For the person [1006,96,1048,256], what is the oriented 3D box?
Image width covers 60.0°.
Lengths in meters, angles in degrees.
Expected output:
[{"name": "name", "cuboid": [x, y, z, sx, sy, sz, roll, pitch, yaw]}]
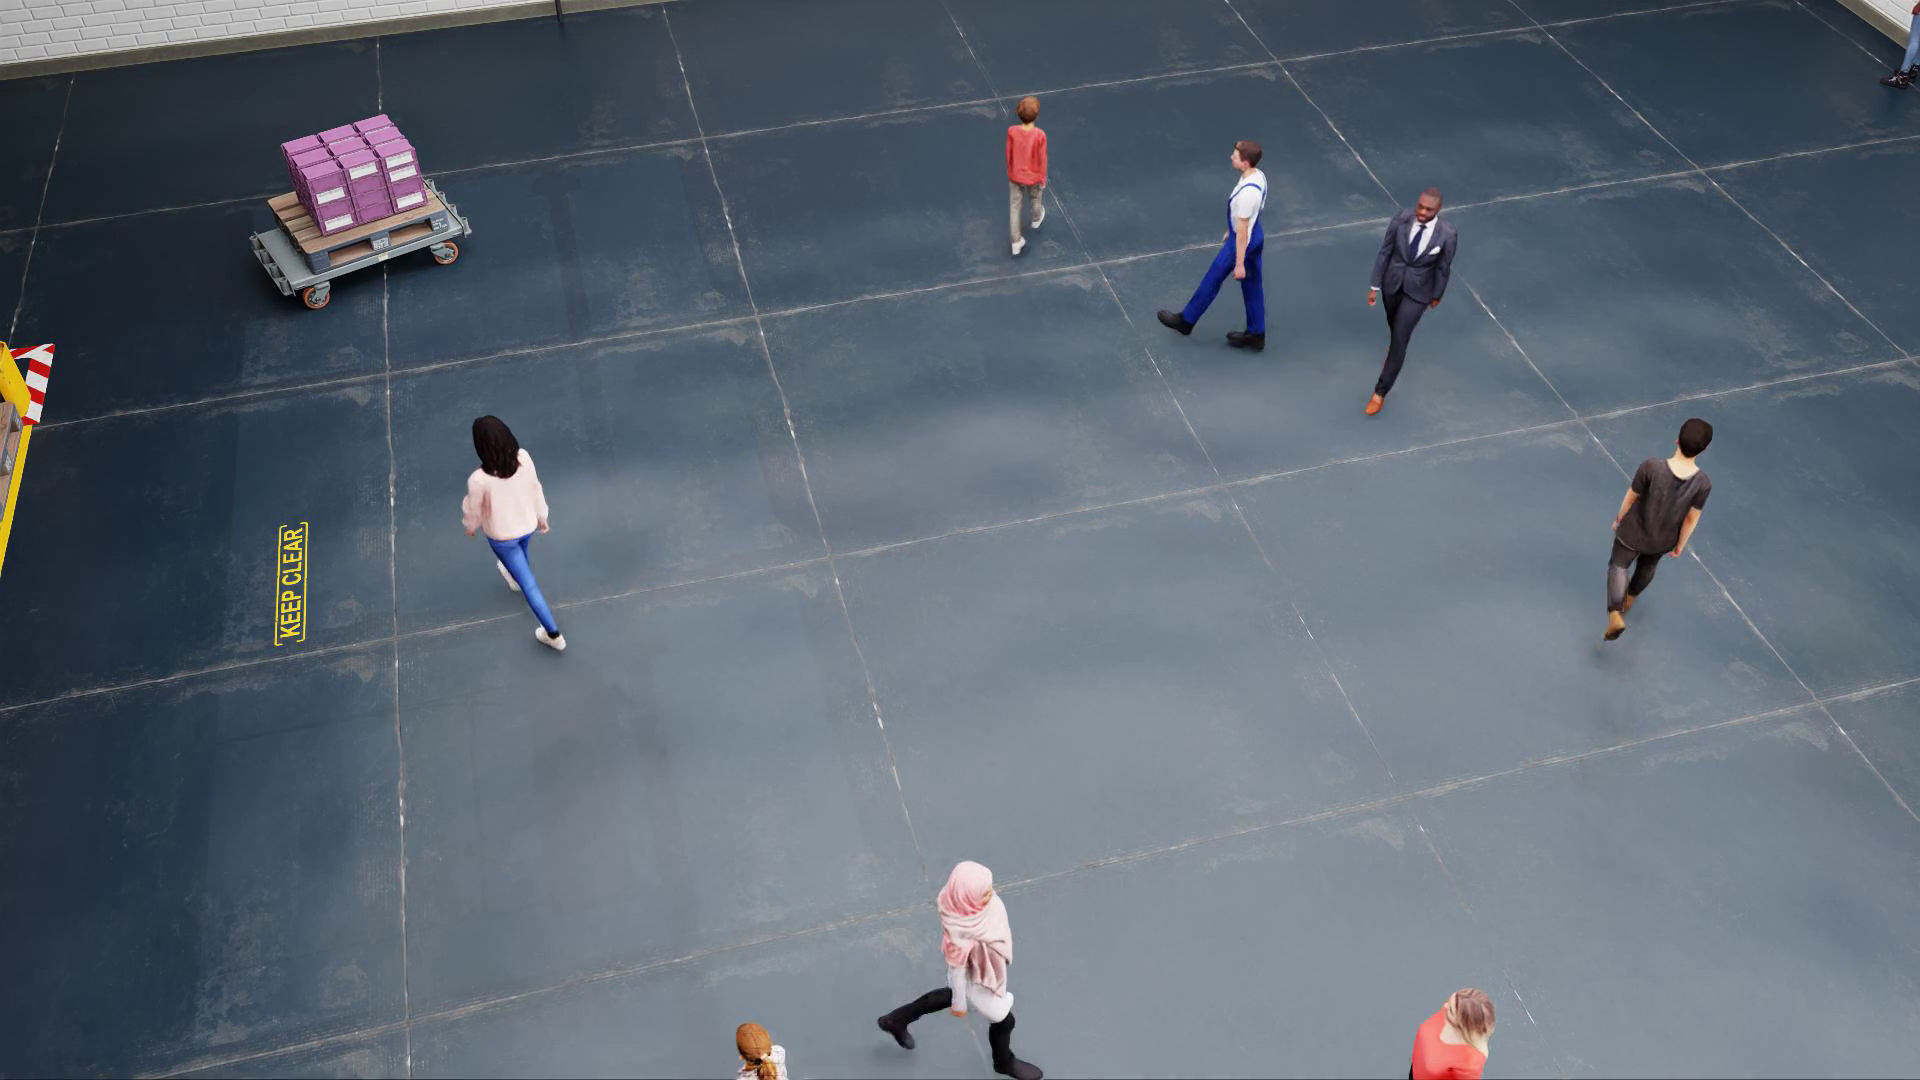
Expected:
[{"name": "person", "cuboid": [0.539, -3.073, 14.173, 0.798, 1.392, 0.957, 11, 45, 11]}]

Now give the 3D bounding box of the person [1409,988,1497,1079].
[{"name": "person", "cuboid": [2.308, 2.636, 7.960, 0.704, 1.694, 0.553, 0, 44, 0]}]

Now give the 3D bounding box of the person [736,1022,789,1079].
[{"name": "person", "cuboid": [-0.906, 2.801, 8.075, 0.812, 1.298, 0.728, 29, 51, 27]}]

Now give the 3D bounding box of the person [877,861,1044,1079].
[{"name": "person", "cuboid": [-0.021, 2.171, 8.392, 1.022, 1.772, 1.165, 7, 44, 7]}]

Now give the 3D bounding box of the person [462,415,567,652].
[{"name": "person", "cuboid": [-2.828, 0.010, 10.706, 1.239, 1.709, 1.031, 34, 53, 30]}]

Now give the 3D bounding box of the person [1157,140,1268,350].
[{"name": "person", "cuboid": [2.300, -2.267, 13.020, 1.142, 1.814, 1.155, 16, 46, 16]}]

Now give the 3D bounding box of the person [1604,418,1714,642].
[{"name": "person", "cuboid": [4.470, -0.044, 10.771, 0.921, 1.699, 1.058, 13, 45, 14]}]

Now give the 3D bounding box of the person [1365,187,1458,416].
[{"name": "person", "cuboid": [3.428, -1.943, 12.696, 1.244, 1.793, 1.226, 27, 50, 25]}]
